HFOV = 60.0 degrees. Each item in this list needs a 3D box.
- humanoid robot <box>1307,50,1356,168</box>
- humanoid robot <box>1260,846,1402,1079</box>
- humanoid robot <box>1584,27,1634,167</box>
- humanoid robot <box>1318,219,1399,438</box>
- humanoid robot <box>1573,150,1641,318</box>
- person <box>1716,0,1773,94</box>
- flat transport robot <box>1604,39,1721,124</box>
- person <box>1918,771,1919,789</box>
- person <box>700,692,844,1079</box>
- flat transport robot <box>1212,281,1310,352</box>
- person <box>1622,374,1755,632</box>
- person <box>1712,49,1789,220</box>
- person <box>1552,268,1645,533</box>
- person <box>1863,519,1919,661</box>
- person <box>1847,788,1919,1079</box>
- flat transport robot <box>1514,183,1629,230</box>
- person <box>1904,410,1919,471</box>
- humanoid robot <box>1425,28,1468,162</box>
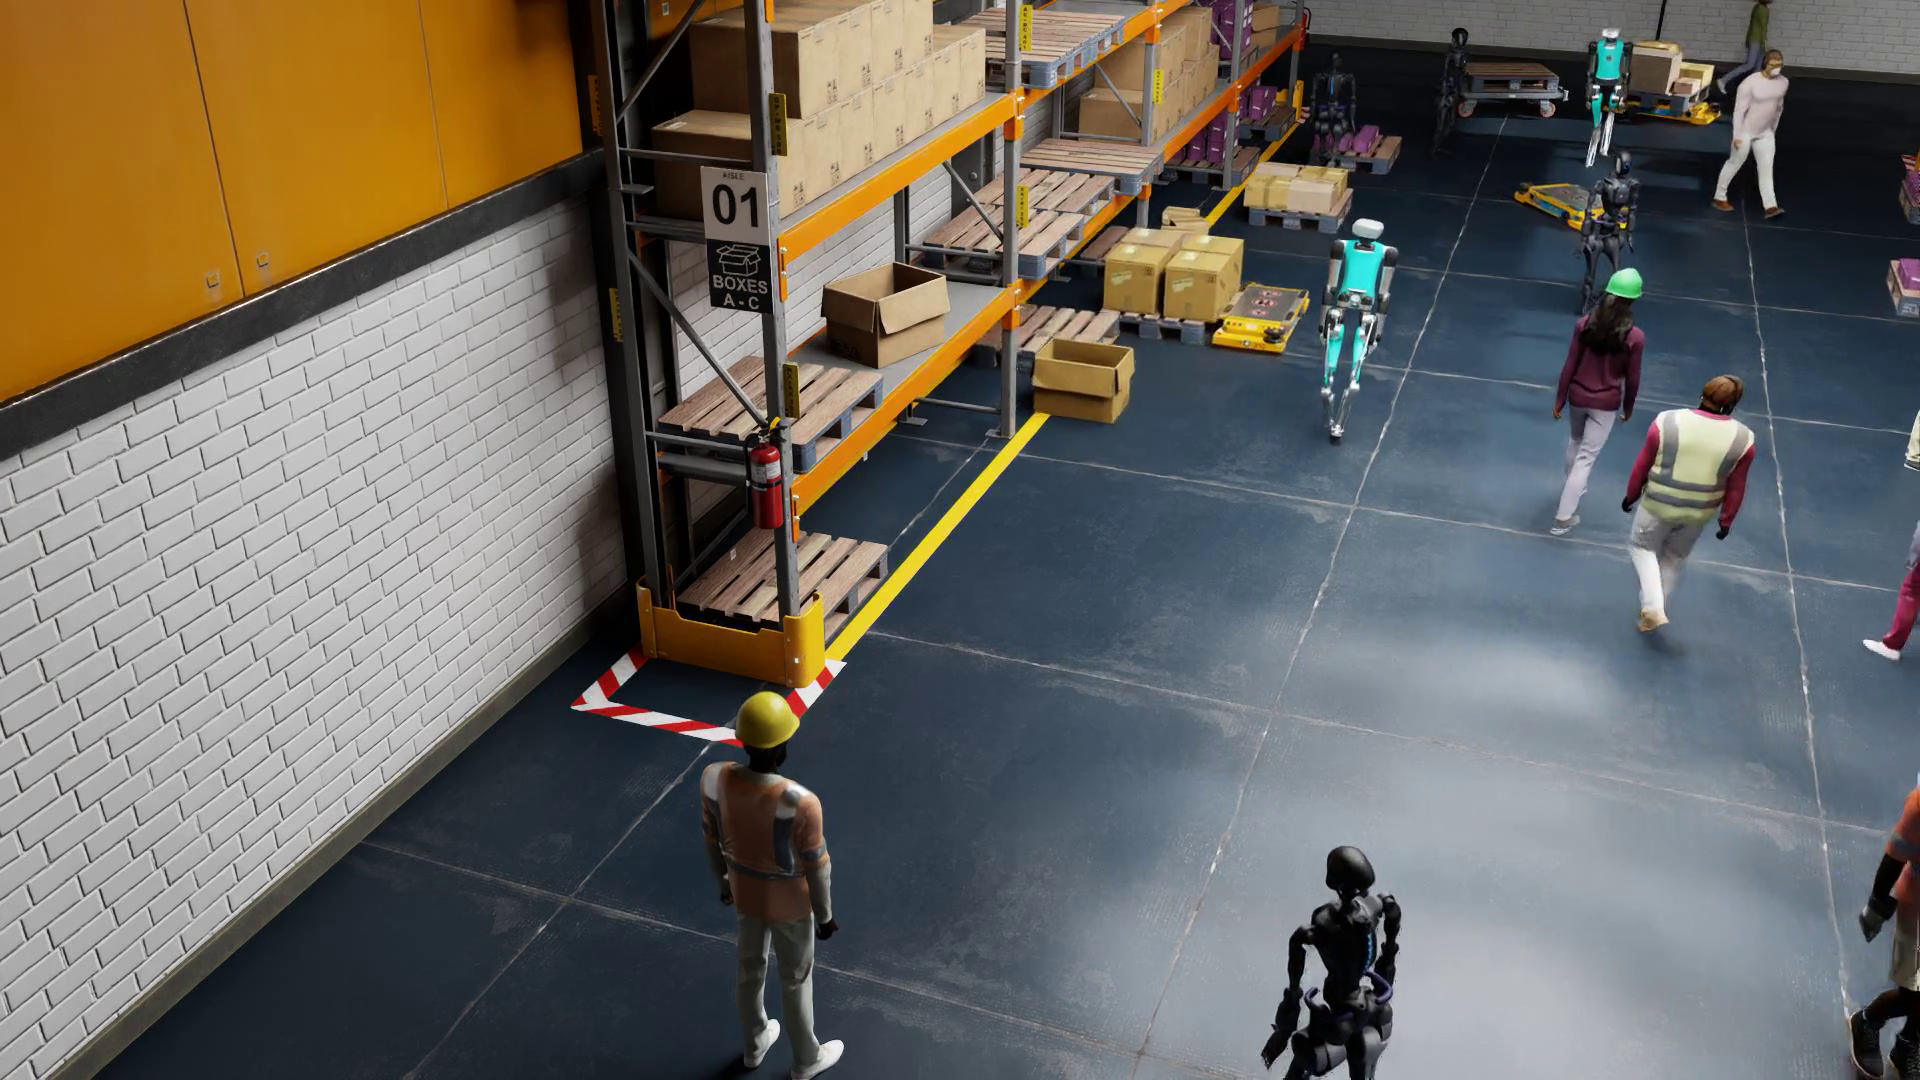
[{"bbox_3d":[4.518,-5.122,20.198,0.599,1.623,0.785,10,29,18],"label":"humanoid robot"},{"bbox_3d":[1.508,1.892,6.598,0.591,1.622,0.795,-13,30,-24],"label":"humanoid robot"},{"bbox_3d":[8.198,-5.632,21.097,0.563,1.791,0.823,13,30,23],"label":"humanoid robot"},{"bbox_3d":[3.106,-1.599,13.277,0.555,1.765,0.912,9,29,17],"label":"humanoid robot"},{"bbox_3d":[6.156,-2.903,15.844,0.604,1.642,0.343,-7,28,-13],"label":"humanoid robot"},{"bbox_3d":[11.708,-7.369,24.578,0.730,1.609,0.498,6,28,12],"label":"person"},{"bbox_3d":[10.001,-6.155,23.689,1.431,0.231,0.659,19,33,32],"label":"flat transport robot"},{"bbox_3d":[5.317,0.693,8.572,0.622,1.934,0.999,14,30,25],"label":"person"},{"bbox_3d":[-0.792,1.487,7.058,0.583,1.927,0.363,13,30,23],"label":"person"},{"bbox_3d":[2.895,-2.141,15.904,0.659,0.231,1.431,10,29,18],"label":"flat transport robot"},{"bbox_3d":[4.535,-0.203,10.464,0.663,1.803,0.546,4,28,8],"label":"person"},{"bbox_3d":[9.095,-4.595,18.905,0.651,1.882,0.982,-5,28,-10],"label":"person"},{"bbox_3d":[4.613,-1.029,11.955,0.499,1.912,0.913,24,36,39],"label":"person"},{"bbox_3d":[6.064,0.102,10.091,0.532,1.611,0.643,-4,28,-8],"label":"person"},{"bbox_3d":[4.132,1.553,6.910,0.631,1.940,0.433,-1,27,-2],"label":"person"},{"bbox_3d":[7.103,-3.869,19.255,0.659,0.231,1.431,-7,28,-13],"label":"flat transport robot"},{"bbox_3d":[7.660,-1.370,12.789,0.339,1.747,0.569,16,31,28],"label":"person"},{"bbox_3d":[6.249,-5.727,21.315,0.385,1.639,0.600,20,33,33],"label":"humanoid robot"}]
